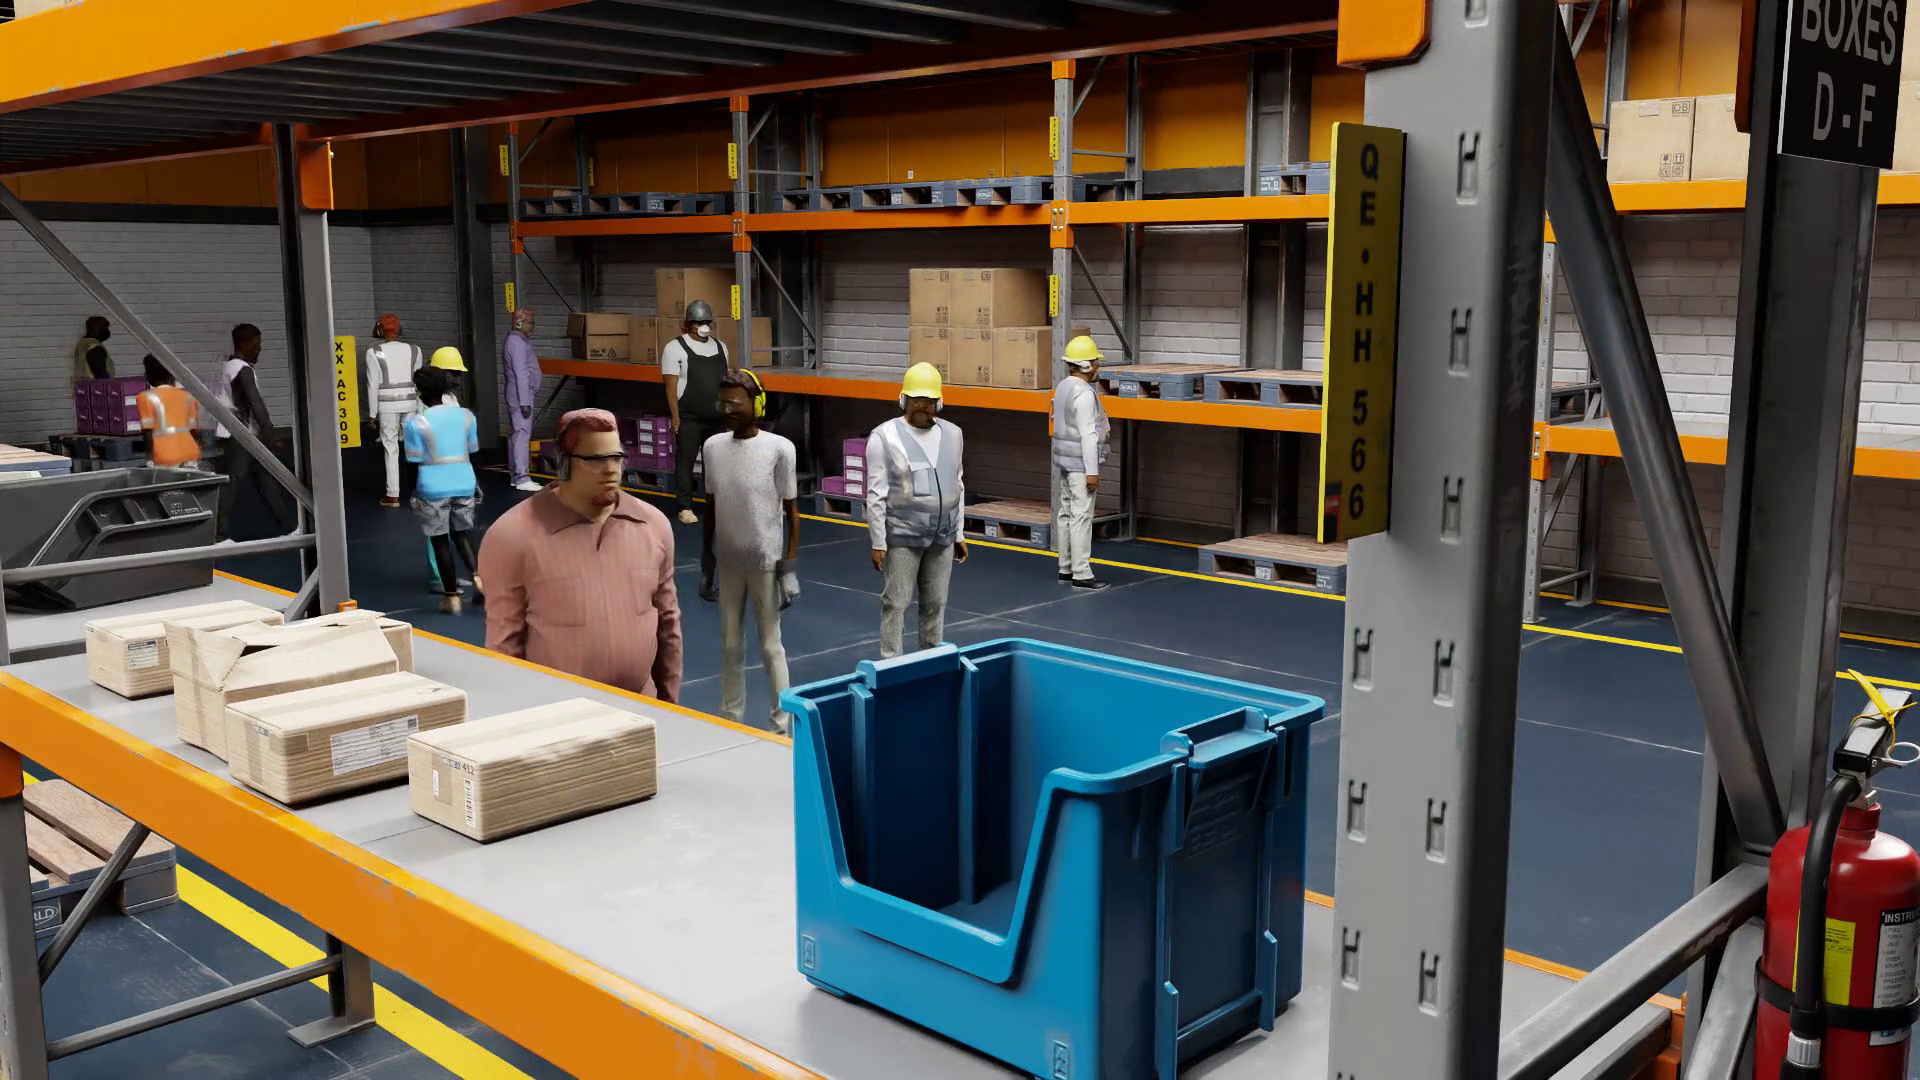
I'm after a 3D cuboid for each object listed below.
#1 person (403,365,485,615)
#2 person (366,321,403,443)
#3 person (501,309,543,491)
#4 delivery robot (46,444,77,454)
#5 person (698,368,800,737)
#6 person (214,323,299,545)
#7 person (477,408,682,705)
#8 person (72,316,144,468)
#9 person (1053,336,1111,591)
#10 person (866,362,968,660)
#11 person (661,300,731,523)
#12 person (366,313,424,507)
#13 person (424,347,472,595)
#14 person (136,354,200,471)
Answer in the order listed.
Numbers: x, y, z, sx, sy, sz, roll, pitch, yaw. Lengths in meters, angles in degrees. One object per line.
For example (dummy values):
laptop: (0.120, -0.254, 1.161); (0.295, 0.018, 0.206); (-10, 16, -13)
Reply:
person: (-3.432, -0.322, 11.070); (0.358, 1.679, 0.550); (8, 12, 42)
person: (-7.667, -2.113, 22.212); (0.499, 1.634, 0.278); (-7, 12, -37)
person: (-4.573, -1.467, 17.440); (0.400, 1.902, 0.643); (-4, 10, -21)
delivery robot: (-9.551, -0.958, 18.144); (0.707, 0.478, 0.477); (-8, 12, -40)
person: (-0.989, 0.131, 7.758); (0.532, 1.861, 0.310); (4, 10, 23)
person: (-5.807, -0.848, 13.773); (0.963, 1.863, 0.579); (-5, 11, -29)
person: (-1.141, 0.539, 5.157); (0.646, 1.900, 0.395); (-7, 12, -37)
person: (-9.619, -1.597, 18.591); (0.897, 1.797, 0.654); (-7, 12, -38)
person: (0.881, -0.552, 12.020); (0.404, 1.837, 0.593); (-3, 10, -16)
person: (-0.209, -0.028, 8.827); (0.599, 1.827, 0.403); (-6, 11, -33)
person: (-2.352, -1.182, 15.260); (0.682, 2.000, 0.537); (-8, 13, -42)
person: (-5.509, -1.267, 16.256); (0.572, 1.886, 0.353); (-8, 12, -41)
person: (-3.651, -0.495, 11.895); (0.330, 1.765, 0.533); (0, 9, -2)
person: (-6.197, -0.639, 13.063); (0.418, 1.664, 0.546); (4, 10, 23)
